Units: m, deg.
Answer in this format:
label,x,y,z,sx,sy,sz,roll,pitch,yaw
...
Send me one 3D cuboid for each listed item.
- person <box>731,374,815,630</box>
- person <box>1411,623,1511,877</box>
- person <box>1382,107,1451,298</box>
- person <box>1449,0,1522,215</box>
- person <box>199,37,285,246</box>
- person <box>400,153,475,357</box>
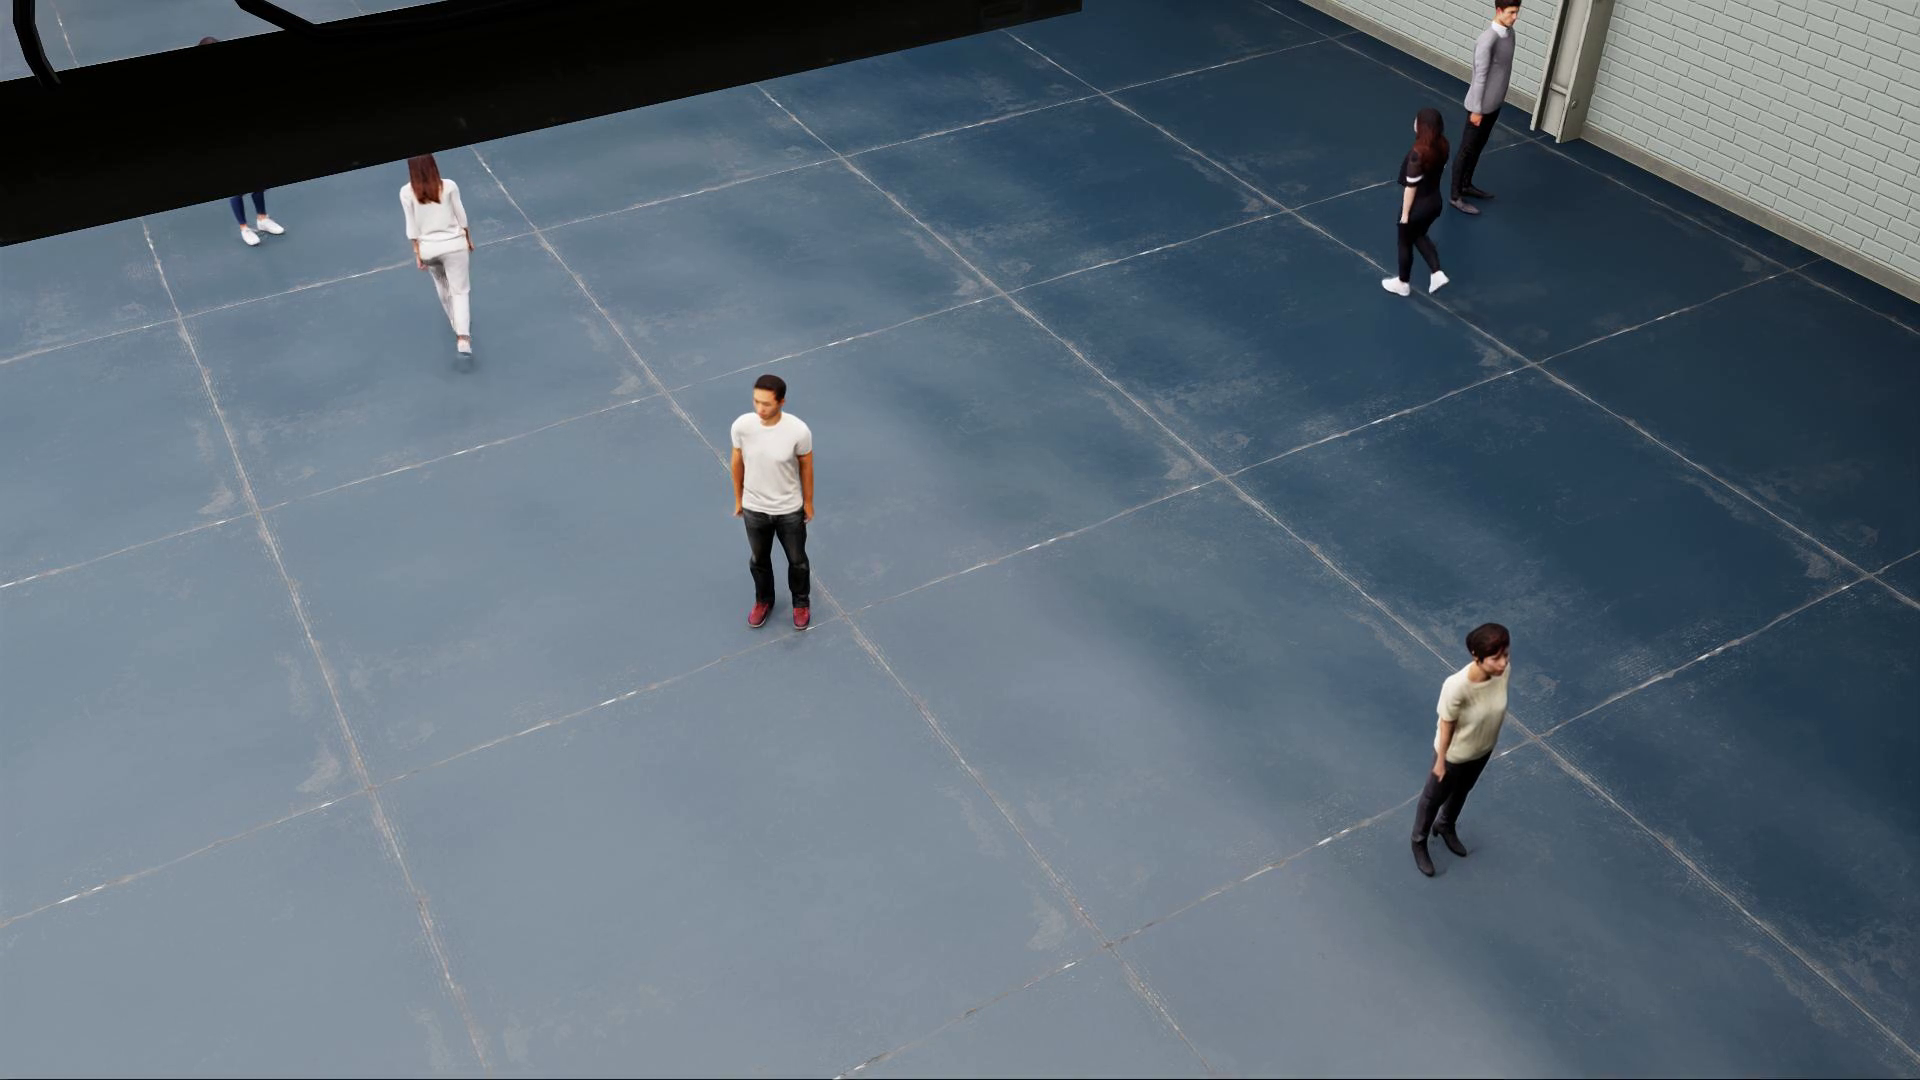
label,x,y,z,sx,sy,sz,roll,pitch,yaw
person,-1.114,-0.241,10.031,0.725,1.799,0.739,3,38,4
person,2.582,1.059,8.541,0.588,1.587,0.459,-19,42,-23
person,3.721,-2.635,13.233,0.675,1.625,0.850,-27,45,-30
person,4.582,-3.851,14.548,0.796,1.920,0.830,25,44,28
person,-6.129,-3.383,14.068,0.663,1.774,0.667,22,43,26
person,-3.909,-2.174,12.616,0.830,1.659,1.132,-7,39,-9
